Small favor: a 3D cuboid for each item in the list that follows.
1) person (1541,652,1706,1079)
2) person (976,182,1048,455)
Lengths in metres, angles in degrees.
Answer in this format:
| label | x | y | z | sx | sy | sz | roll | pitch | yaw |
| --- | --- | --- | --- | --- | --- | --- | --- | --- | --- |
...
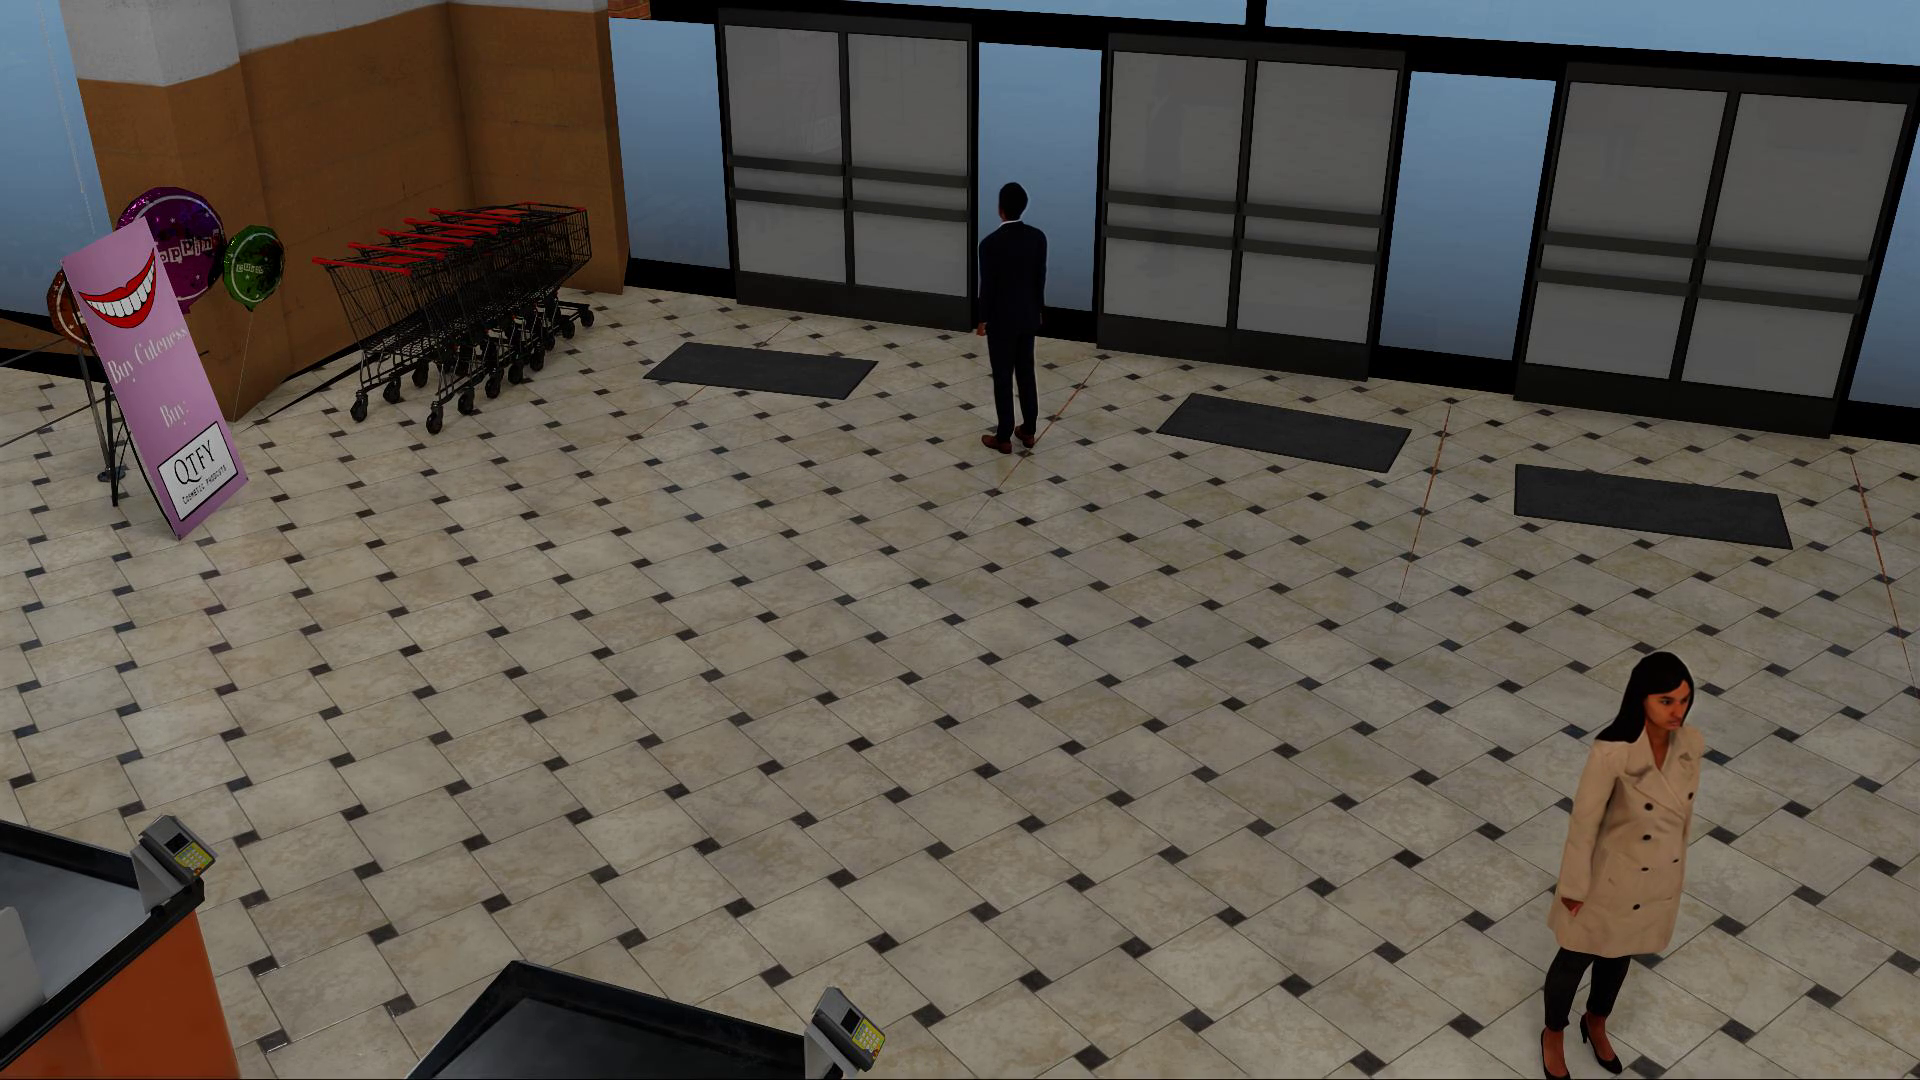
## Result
| label | x | y | z | sx | sy | sz | roll | pitch | yaw |
| --- | --- | --- | --- | --- | --- | --- | --- | --- | --- |
| person | 2.210 | 1.116 | 5.577 | 0.708 | 1.682 | 0.733 | -8 | 28 | -16 |
| person | 0.326 | -1.385 | 10.460 | 0.677 | 1.725 | 0.763 | -15 | 30 | -27 |
